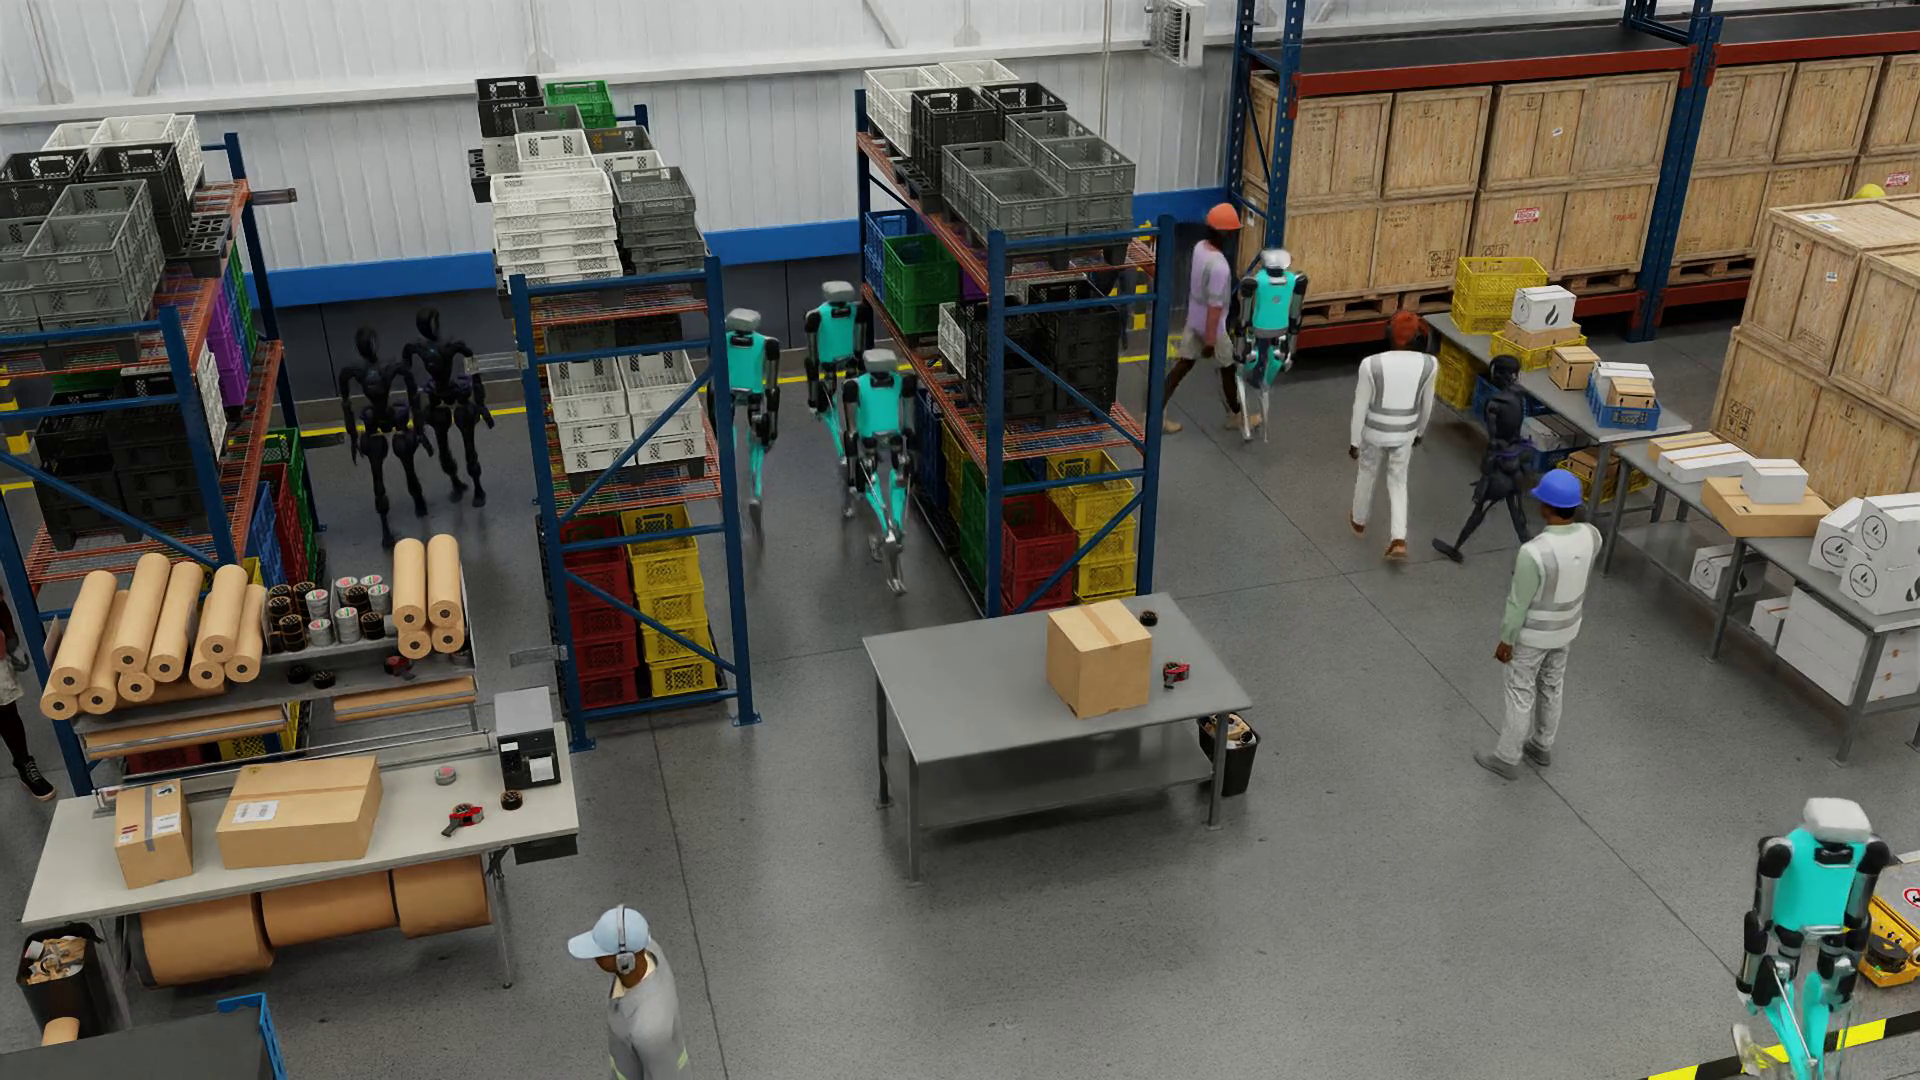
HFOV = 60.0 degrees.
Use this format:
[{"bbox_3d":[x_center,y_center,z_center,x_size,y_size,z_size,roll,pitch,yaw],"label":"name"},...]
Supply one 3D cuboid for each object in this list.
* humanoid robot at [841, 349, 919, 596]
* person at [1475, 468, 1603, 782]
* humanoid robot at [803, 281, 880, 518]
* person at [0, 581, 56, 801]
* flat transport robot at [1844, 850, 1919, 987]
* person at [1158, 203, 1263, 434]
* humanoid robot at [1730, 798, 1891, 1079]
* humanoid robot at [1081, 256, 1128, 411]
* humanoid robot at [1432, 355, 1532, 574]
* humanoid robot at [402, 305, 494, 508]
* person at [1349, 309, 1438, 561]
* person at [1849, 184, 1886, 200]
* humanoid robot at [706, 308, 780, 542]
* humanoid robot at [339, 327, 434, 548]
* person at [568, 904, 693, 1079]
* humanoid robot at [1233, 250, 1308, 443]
[{"bbox_3d":[-0.470,-0.387,11.361,0.554,1.729,1.056,-10,30,-17],"label":"humanoid robot"},{"bbox_3d":[3.324,0.488,9.540,0.611,1.939,0.412,-16,33,-27],"label":"person"},{"bbox_3d":[-0.801,-1.011,12.538,0.548,1.801,0.844,-19,34,-30],"label":"humanoid robot"},{"bbox_3d":[-5.498,0.663,9.194,0.361,1.963,0.612,24,37,36],"label":"person"},{"bbox_3d":[5.163,1.916,8.676,1.431,0.231,0.659,-8,30,-14],"label":"flat transport robot"},{"bbox_3d":[2.045,-1.794,13.644,1.050,1.997,0.608,-8,30,-14],"label":"person"},{"bbox_3d":[3.630,1.948,7.070,0.535,1.721,1.008,-1,29,-2],"label":"humanoid robot"},{"bbox_3d":[1.152,-1.849,14.070,0.426,1.645,0.588,-23,36,-36],"label":"humanoid robot"},{"bbox_3d":[3.822,-0.508,11.673,0.819,1.620,0.606,21,35,33],"label":"humanoid robot"},{"bbox_3d":[-3.843,-1.026,12.575,0.611,1.643,0.394,-1,29,-2],"label":"humanoid robot"},{"bbox_3d":[3.075,-0.752,11.886,0.581,1.861,0.817,1,29,2],"label":"person"},{"bbox_3d":[7.770,-2.206,14.550,0.589,1.834,0.404,-23,36,-35],"label":"person"},{"bbox_3d":[-1.589,-0.670,11.953,0.530,1.864,0.794,3,29,6],"label":"humanoid robot"},{"bbox_3d":[-4.171,-0.771,12.162,0.591,1.656,0.737,-5,29,-9],"label":"humanoid robot"},{"bbox_3d":[-1.253,2.175,6.559,0.398,1.850,0.595,-8,30,-15],"label":"person"},{"bbox_3d":[2.419,-1.550,13.512,0.530,1.826,0.805,-4,29,-7],"label":"humanoid robot"}]
